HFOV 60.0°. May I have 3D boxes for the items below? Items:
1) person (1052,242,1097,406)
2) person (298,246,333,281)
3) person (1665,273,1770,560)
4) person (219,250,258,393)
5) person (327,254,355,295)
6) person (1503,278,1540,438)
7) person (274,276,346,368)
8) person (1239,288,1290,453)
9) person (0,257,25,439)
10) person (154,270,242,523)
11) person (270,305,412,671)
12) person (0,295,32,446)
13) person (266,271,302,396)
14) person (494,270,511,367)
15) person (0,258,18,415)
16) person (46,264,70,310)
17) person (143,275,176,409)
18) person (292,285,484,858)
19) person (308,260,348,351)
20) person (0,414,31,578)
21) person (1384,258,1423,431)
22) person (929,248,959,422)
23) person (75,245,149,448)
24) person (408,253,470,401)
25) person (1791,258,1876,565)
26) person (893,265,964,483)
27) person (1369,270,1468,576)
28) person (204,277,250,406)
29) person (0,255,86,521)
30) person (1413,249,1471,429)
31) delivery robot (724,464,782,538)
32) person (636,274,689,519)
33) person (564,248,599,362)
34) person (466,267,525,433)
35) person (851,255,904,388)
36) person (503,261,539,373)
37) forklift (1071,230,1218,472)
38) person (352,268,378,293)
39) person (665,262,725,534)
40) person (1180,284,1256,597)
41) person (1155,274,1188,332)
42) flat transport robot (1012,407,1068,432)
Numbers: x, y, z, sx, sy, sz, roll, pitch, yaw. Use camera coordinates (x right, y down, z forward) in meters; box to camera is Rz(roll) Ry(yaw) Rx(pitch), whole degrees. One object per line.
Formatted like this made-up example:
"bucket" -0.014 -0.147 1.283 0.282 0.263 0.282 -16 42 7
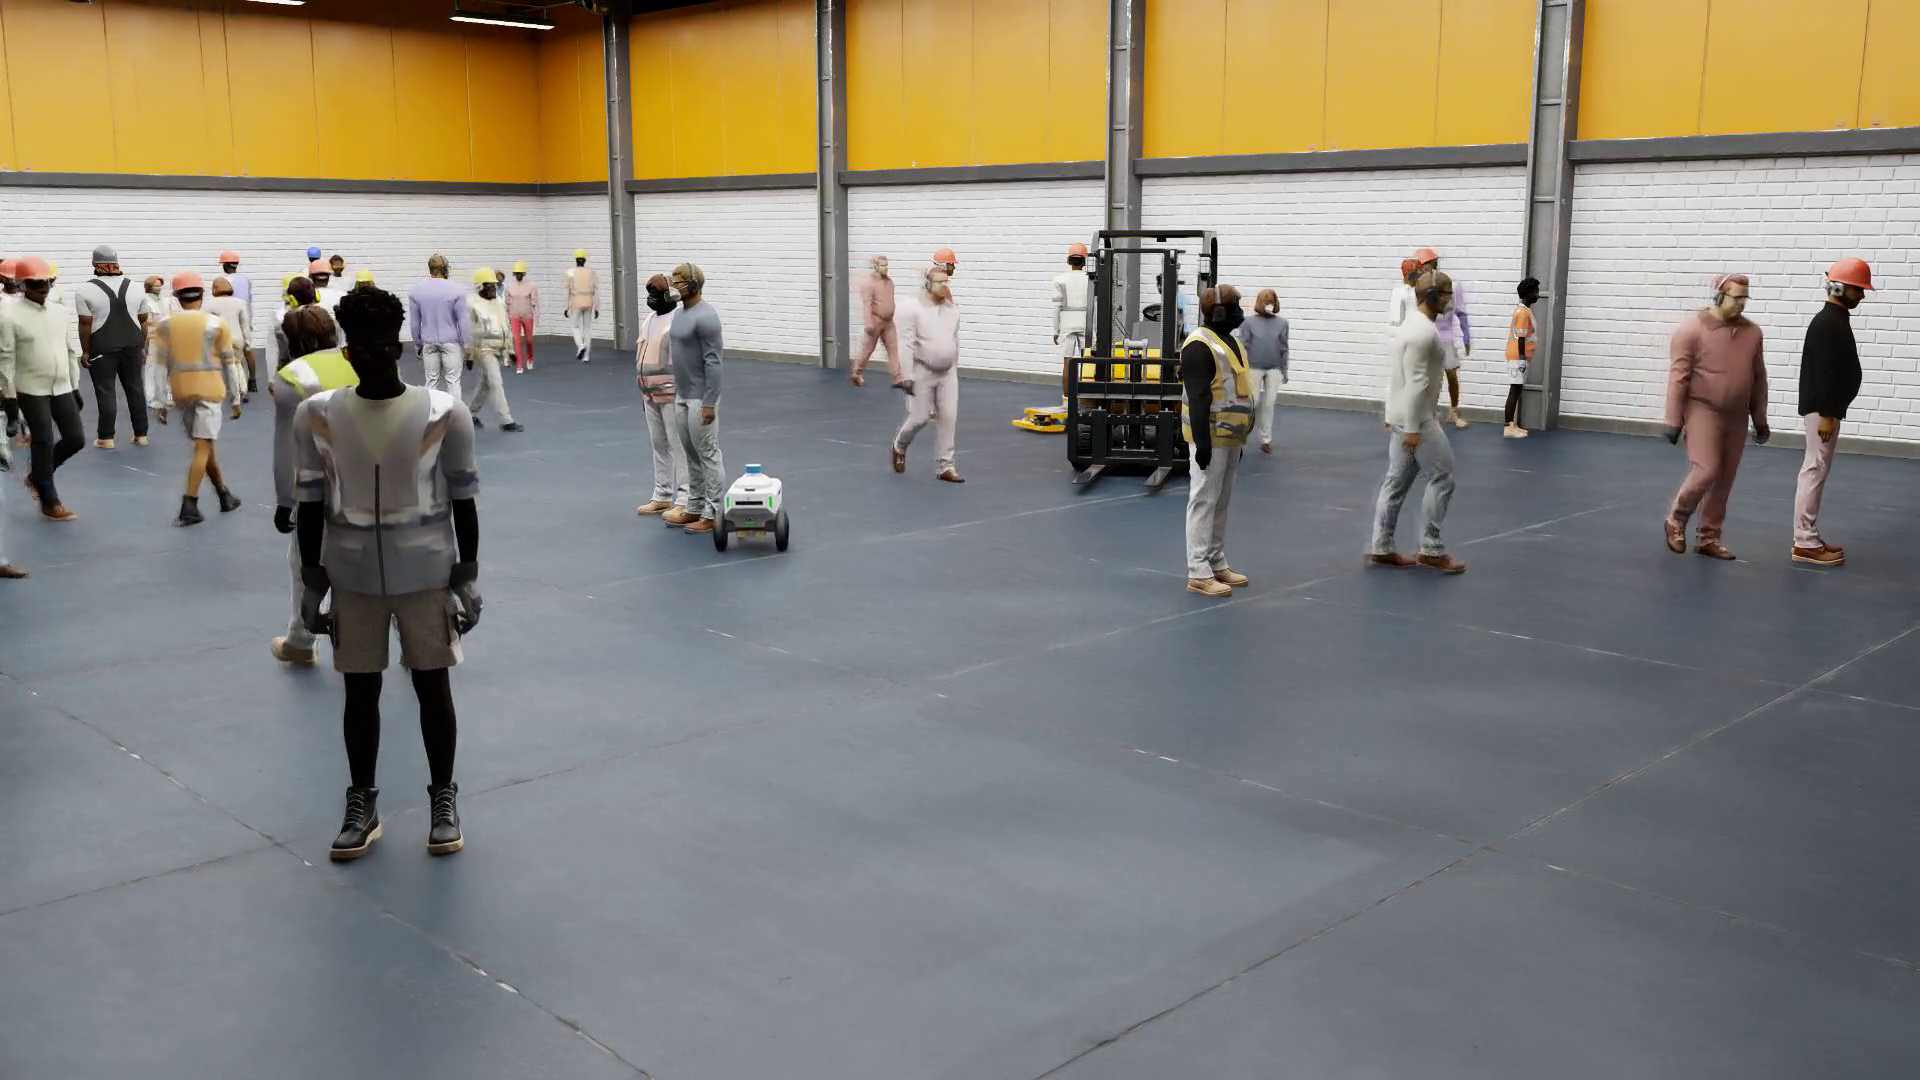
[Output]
"person" 1.411 -2.552 20.054 0.607 2.044 0.372 1 10 4
"person" -10.405 -3.773 26.962 0.605 1.951 0.382 -2 11 -8
"person" 4.992 -0.801 10.938 0.653 1.884 0.413 -3 11 -16
"person" -9.826 -2.955 22.539 0.373 1.934 0.551 4 11 19
"person" -9.147 -3.274 24.516 0.517 1.850 0.433 -6 12 -30
"person" 5.930 -1.920 17.580 0.321 1.691 0.532 4 11 19
"person" -4.749 -1.033 12.354 0.563 1.833 0.653 -3 11 -18
"person" 2.979 -1.674 16.410 0.502 1.622 0.436 -2 11 -8
"person" -9.753 -1.950 17.146 0.576 1.903 0.534 -5 11 -25
"person" -5.744 -1.082 12.532 0.548 1.877 0.978 0 10 2
"person" -3.064 -0.242 8.139 0.881 1.790 0.704 7 13 34
"person" -9.680 -1.808 16.585 0.598 1.822 0.986 8 13 39
"person" -5.885 -1.490 14.889 0.616 1.811 0.604 8 13 39
"person" -7.577 -3.639 27.239 0.518 1.582 0.862 -6 12 -31
"person" -11.125 -2.382 19.628 1.028 1.871 0.610 2 11 11
"person" -12.994 -3.067 23.721 0.541 1.723 0.705 -9 13 -39
"person" -9.956 -2.454 20.628 0.309 1.637 0.519 4 11 21
"person" -1.951 0.120 5.694 0.613 1.963 0.362 -2 11 -9
"person" -6.808 -2.051 17.810 0.565 1.886 1.023 -6 12 -31
"person" -6.056 -0.523 10.160 0.373 1.621 0.553 2 11 10
"person" 4.804 -2.086 17.948 0.337 1.882 0.585 -2 11 -11
"person" -0.203 -2.349 19.100 0.404 1.988 0.617 -1 10 -5
"person" -8.575 -1.953 16.794 0.537 2.000 0.682 9 14 40
"person" -5.550 -2.087 17.809 0.635 1.936 0.353 1 10 4
"person" 5.693 -0.841 10.882 0.393 1.985 0.611 6 12 29
"person" -0.273 -1.455 14.502 0.643 1.882 0.733 -7 12 -33
"person" 2.966 -0.734 10.493 0.747 1.908 0.655 2 11 11
"person" -9.167 -2.481 20.817 0.495 1.613 0.429 -10 14 -42
"person" -6.905 -1.132 12.459 0.536 1.983 0.629 4 11 22
"person" 5.226 -2.186 18.240 0.730 1.988 0.425 4 11 20
"delivery robot" -1.422 -0.280 11.470 0.477 0.478 0.707 0 10 -2
"person" -2.223 -1.080 12.576 0.429 1.843 0.629 -10 14 -42
"person" -6.374 -3.953 28.026 0.604 1.917 0.443 -5 12 -25
"person" -5.164 -2.081 18.182 0.915 1.800 0.596 4 11 23
"person" -1.157 -3.059 23.328 0.995 1.861 0.660 9 13 39
"person" -6.842 -3.489 26.006 0.528 1.742 0.761 -2 11 -9
"forklift" 1.804 -1.825 15.677 1.214 2.155 2.313 2 11 13
"person" -7.312 -2.494 20.602 0.499 1.732 0.366 -3 11 -17
"person" -1.900 -1.014 11.952 0.379 1.940 0.629 -6 12 -30
"person" 1.548 -0.600 9.956 0.429 1.847 0.626 5 12 27
"person" 2.707 -2.569 21.178 0.614 1.650 0.554 5 11 24
"flat transport robot" 1.361 -1.354 18.358 1.431 0.197 0.652 -5 11 -24
